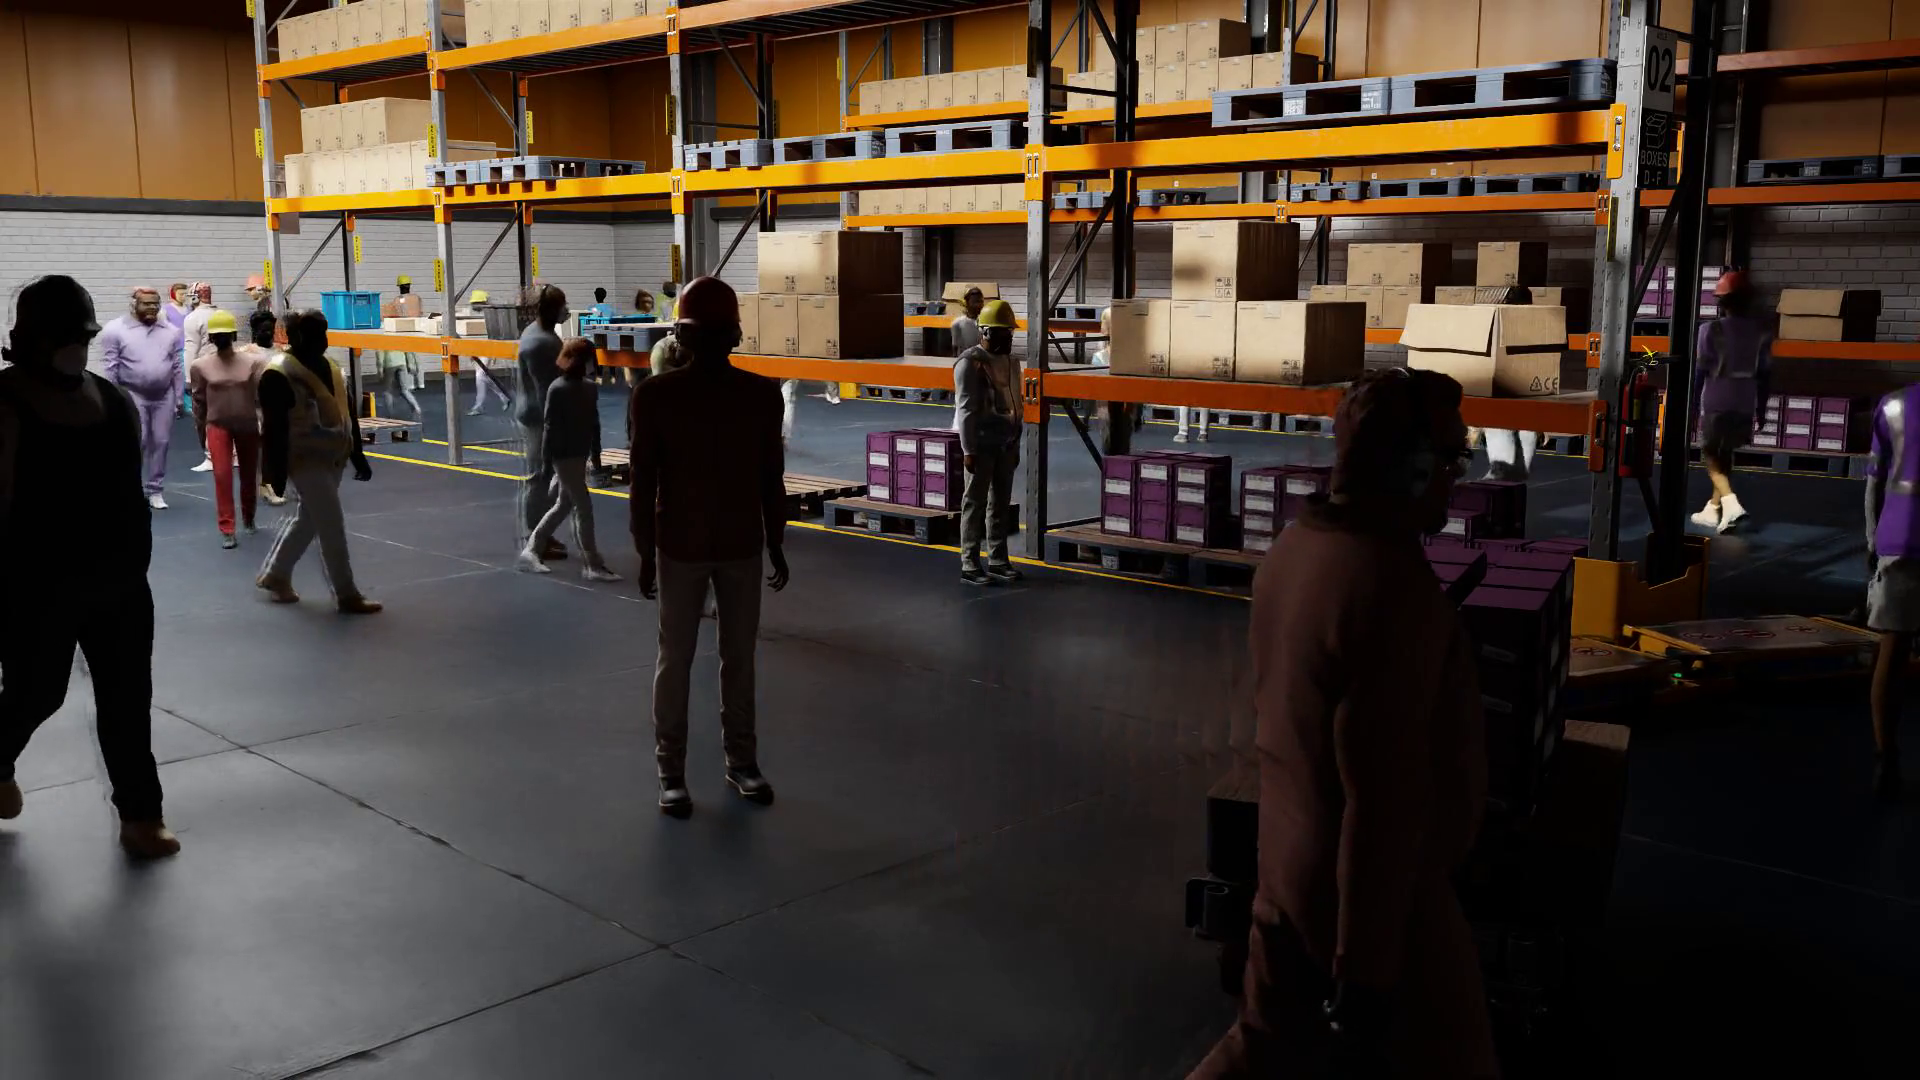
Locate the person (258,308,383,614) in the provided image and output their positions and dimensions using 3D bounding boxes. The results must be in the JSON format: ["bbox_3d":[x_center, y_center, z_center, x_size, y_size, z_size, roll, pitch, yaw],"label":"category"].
[{"bbox_3d":[-3.871,-0.476,9.865,0.926,1.805,0.620,2,10,15],"label":"person"}]

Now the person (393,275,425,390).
[{"bbox_3d":[-9.235,-3.467,27.821,0.383,1.922,0.593,5,10,28],"label":"person"}]

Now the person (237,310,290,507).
[{"bbox_3d":[-5.873,-1.123,14.247,0.709,1.666,0.538,7,11,36],"label":"person"}]

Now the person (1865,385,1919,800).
[{"bbox_3d":[3.801,0.031,6.466,0.577,1.885,0.893,9,13,44],"label":"person"}]

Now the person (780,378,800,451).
[{"bbox_3d":[-1.978,-1.880,18.426,0.642,1.823,0.431,-6,11,-30],"label":"person"}]

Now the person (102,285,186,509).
[{"bbox_3d":[-6.855,-1.198,14.021,0.463,1.885,0.663,8,12,42],"label":"person"}]

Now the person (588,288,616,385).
[{"bbox_3d":[-6.256,-3.554,29.045,0.560,1.695,0.319,-7,12,-37],"label":"person"}]

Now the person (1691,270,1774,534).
[{"bbox_3d":[5.902,-1.056,12.768,0.622,2.018,0.883,-1,9,-7],"label":"person"}]

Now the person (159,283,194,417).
[{"bbox_3d":[-10.603,-2.580,22.680,0.447,1.833,0.570,3,10,16],"label":"person"}]

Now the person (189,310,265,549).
[{"bbox_3d":[-5.400,-0.843,12.344,0.524,1.726,0.889,-5,10,-26],"label":"person"}]

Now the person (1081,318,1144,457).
[{"bbox_3d":[1.241,-0.997,13.621,0.524,1.622,0.523,-8,12,-39],"label":"person"}]

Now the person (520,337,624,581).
[{"bbox_3d":[-2.586,-0.534,10.870,0.801,1.594,0.519,3,10,18],"label":"person"}]

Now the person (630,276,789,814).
[{"bbox_3d":[-0.925,0.018,6.241,0.612,1.994,0.395,-4,10,-26],"label":"person"}]

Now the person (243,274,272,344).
[{"bbox_3d":[-8.710,-2.319,20.691,0.735,1.957,0.609,-4,10,-23],"label":"person"}]

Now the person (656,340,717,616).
[{"bbox_3d":[-1.500,-0.333,9.520,0.537,1.615,0.531,7,12,37],"label":"person"}]

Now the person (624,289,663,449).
[{"bbox_3d":[-3.477,-1.865,18.429,0.519,1.792,0.947,-5,11,-30],"label":"person"}]

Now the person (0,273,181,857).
[{"bbox_3d":[-3.137,0.072,5.774,0.827,2.000,0.689,6,11,34],"label":"person"}]

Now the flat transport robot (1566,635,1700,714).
[{"bbox_3d":[2.648,0.645,7.668,1.431,0.197,0.652,-5,10,-26],"label":"flat transport robot"}]

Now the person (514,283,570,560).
[{"bbox_3d":[-2.865,-0.807,11.536,0.455,1.925,0.635,0,9,1],"label":"person"}]

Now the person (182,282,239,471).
[{"bbox_3d":[-7.573,-1.641,16.749,0.397,1.898,0.643,1,9,8],"label":"person"}]

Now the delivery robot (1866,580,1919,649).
[{"bbox_3d":[5.051,0.307,8.589,0.707,0.478,0.477,-4,10,-23],"label":"delivery robot"}]

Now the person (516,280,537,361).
[{"bbox_3d":[-5.792,-2.610,22.663,0.551,1.900,0.704,-3,10,-18],"label":"person"}]

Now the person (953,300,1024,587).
[{"bbox_3d":[0.207,-0.618,10.678,0.403,1.827,0.588,8,12,40],"label":"person"}]

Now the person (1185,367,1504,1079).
[{"bbox_3d":[0.662,0.614,3.014,0.958,1.864,0.651,-1,9,-9],"label":"person"}]

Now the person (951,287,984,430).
[{"bbox_3d":[0.163,-1.647,16.945,0.550,1.826,0.926,-5,11,-29],"label":"person"}]

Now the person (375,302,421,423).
[{"bbox_3d":[-7.090,-2.186,20.951,0.650,1.611,0.520,7,12,37],"label":"person"}]

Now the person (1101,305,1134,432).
[{"bbox_3d":[2.004,-2.246,20.386,0.579,1.906,0.453,2,10,14],"label":"person"}]

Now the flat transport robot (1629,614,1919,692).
[{"bbox_3d":[3.993,0.549,8.258,1.431,0.197,0.652,-2,10,-14],"label":"flat transport robot"}]

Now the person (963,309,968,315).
[{"bbox_3d":[0.184,-2.575,23.275,0.497,1.629,0.277,-4,10,-21],"label":"person"}]

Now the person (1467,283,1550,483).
[{"bbox_3d":[3.839,-0.825,11.637,0.631,1.928,0.468,-4,10,-24],"label":"person"}]

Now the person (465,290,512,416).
[{"bbox_3d":[-6.575,-2.604,23.106,0.532,1.741,0.770,8,12,41],"label":"person"}]

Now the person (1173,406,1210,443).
[{"bbox_3d":[2.722,-2.070,19.390,0.576,1.882,0.355,-2,9,-13],"label":"person"}]

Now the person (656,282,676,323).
[{"bbox_3d":[-5.134,-3.633,29.239,0.433,1.806,0.699,-3,10,-19],"label":"person"}]

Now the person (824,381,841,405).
[{"bbox_3d":[-1.959,-3.010,25.131,0.584,1.891,0.954,-4,10,-25],"label":"person"}]

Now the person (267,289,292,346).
[{"bbox_3d":[-11.269,-3.456,27.401,0.381,2.040,0.615,3,10,17],"label":"person"}]

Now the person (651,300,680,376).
[{"bbox_3d":[-2.004,-0.894,12.332,0.404,1.829,0.600,7,12,38],"label":"person"}]
